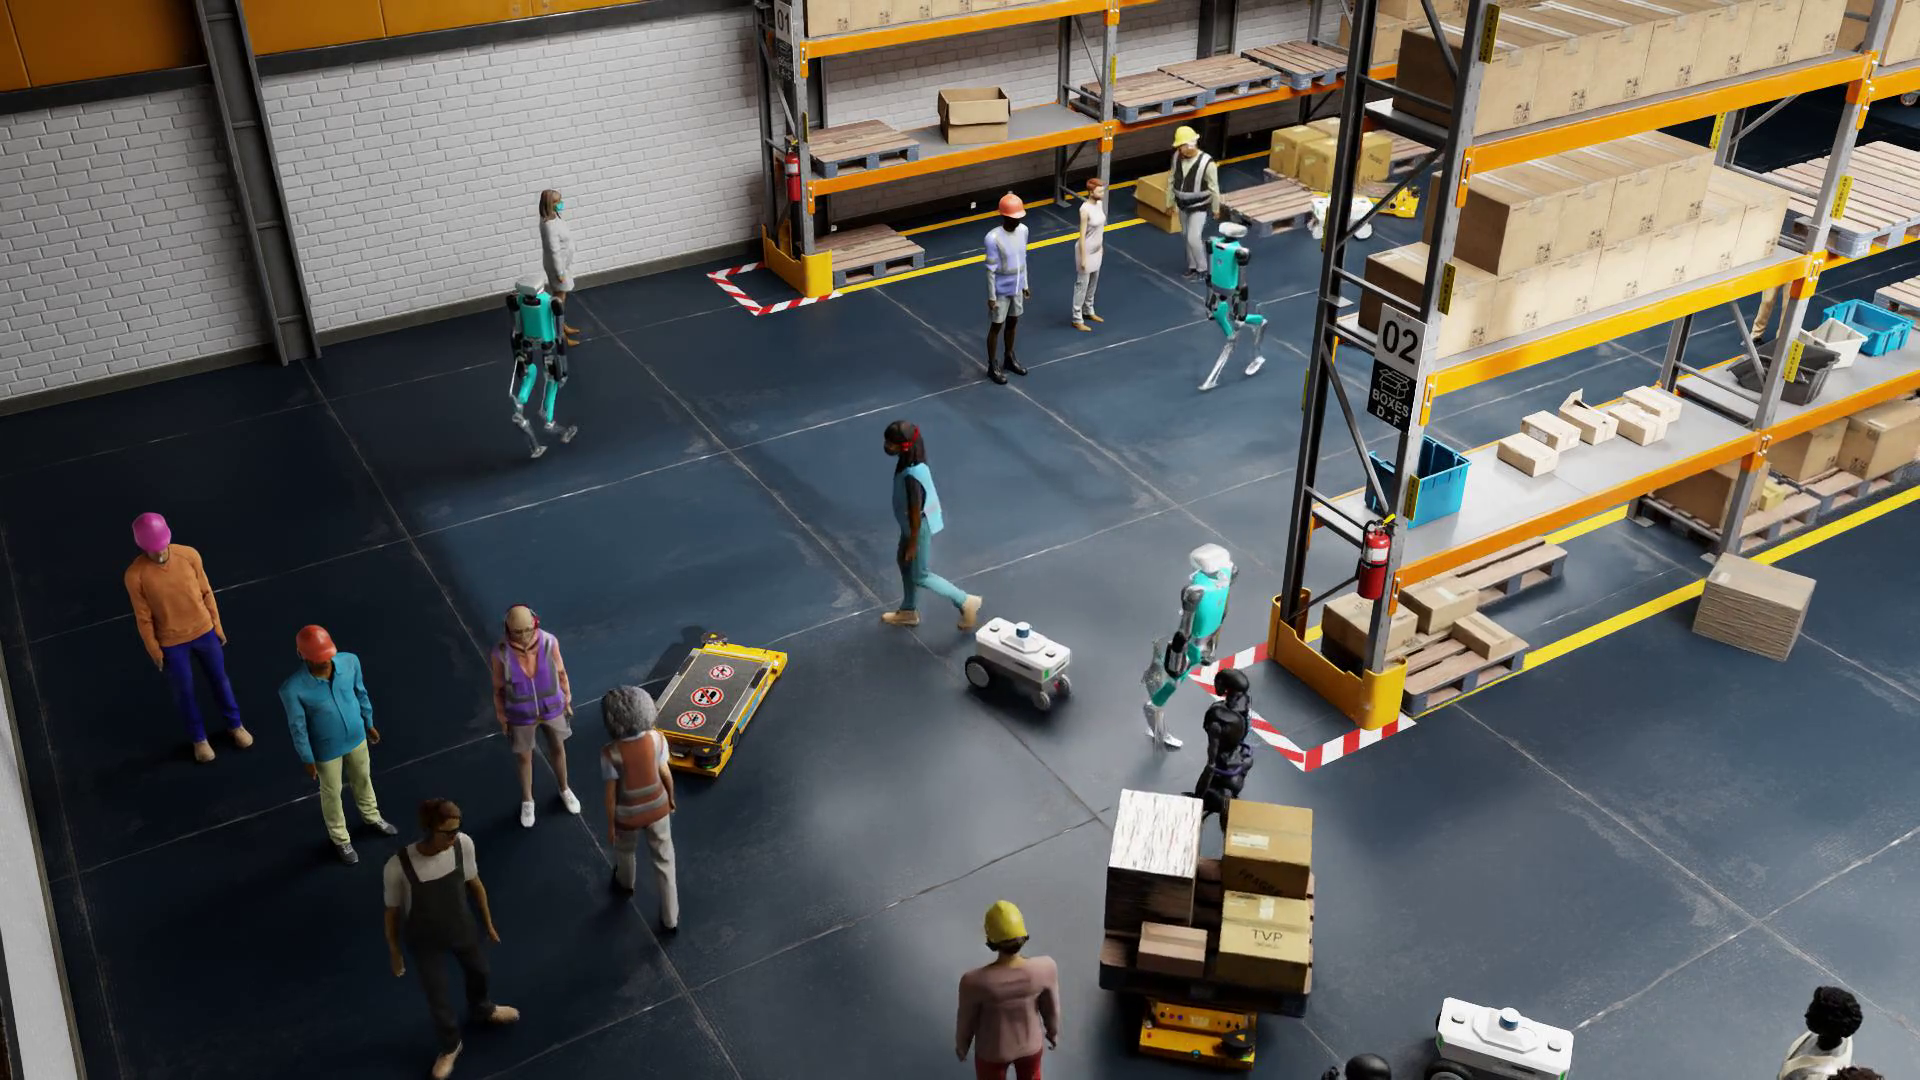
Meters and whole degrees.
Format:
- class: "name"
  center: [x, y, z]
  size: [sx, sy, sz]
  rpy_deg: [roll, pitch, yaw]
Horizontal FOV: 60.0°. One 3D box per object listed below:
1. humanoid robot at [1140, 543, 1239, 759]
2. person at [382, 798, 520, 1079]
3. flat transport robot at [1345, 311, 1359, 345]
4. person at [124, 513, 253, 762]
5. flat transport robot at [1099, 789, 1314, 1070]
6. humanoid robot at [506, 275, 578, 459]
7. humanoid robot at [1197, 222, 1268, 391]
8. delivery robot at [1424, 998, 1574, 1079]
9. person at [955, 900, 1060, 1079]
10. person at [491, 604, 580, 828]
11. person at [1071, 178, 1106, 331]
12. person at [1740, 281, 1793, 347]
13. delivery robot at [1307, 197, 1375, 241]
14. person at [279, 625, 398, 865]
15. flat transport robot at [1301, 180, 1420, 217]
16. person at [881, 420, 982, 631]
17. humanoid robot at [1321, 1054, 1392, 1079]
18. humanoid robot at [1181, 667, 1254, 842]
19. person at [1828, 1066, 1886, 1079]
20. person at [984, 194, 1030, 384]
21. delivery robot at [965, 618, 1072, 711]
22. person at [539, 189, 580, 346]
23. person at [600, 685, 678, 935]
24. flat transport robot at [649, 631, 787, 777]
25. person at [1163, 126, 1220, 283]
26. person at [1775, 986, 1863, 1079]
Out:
- class: "humanoid robot"
  center: [1.478, 0.775, 11.546]
  size: [0.717, 1.865, 0.530]
  rpy_deg: [26, 41, 35]
- class: "person"
  center: [-2.846, 2.161, 9.187]
  size: [0.651, 1.812, 0.340]
  rpy_deg: [-22, 38, -31]
- class: "flat transport robot"
  center: [4.654, -2.374, 17.870]
  size: [0.659, 0.231, 1.431]
  rpy_deg: [17, 36, 25]
- class: "person"
  center: [-5.341, 0.654, 11.444]
  size: [0.515, 1.973, 0.401]
  rpy_deg: [-25, 40, -34]
- class: "flat transport robot"
  center: [1.478, 2.540, 10.033]
  size: [0.659, 0.231, 1.431]
  rpy_deg: [6, 33, 9]
- class: "humanoid robot"
  center: [-3.846, -1.495, 15.085]
  size: [0.543, 1.773, 0.921]
  rpy_deg: [6, 33, 9]
- class: "humanoid robot"
  center: [2.800, -2.357, 16.508]
  size: [1.034, 1.779, 0.536]
  rpy_deg: [-23, 39, -32]
- class: "delivery robot"
  center: [3.011, 2.845, 9.265]
  size: [0.774, 0.581, 0.499]
  rpy_deg: [12, 34, 19]
- class: "person"
  center: [0.242, 2.573, 8.595]
  size: [0.546, 1.755, 0.369]
  rpy_deg: [-10, 34, -16]
- class: "person"
  center: [-2.790, 1.135, 10.930]
  size: [0.492, 1.691, 0.340]
  rpy_deg: [-13, 35, -20]
- class: "person"
  center: [1.378, -3.039, 17.628]
  size: [0.279, 1.654, 0.455]
  rpy_deg: [18, 36, 26]
- class: "person"
  center: [8.476, -2.745, 17.064]
  size: [0.340, 1.748, 0.571]
  rpy_deg: [-26, 40, -35]
- class: "delivery robot"
  center: [4.622, -3.928, 20.091]
  size: [0.801, 0.607, 0.499]
  rpy_deg: [-1, 32, -2]
- class: "person"
  center: [-3.980, 1.274, 10.653]
  size: [0.329, 1.751, 0.562]
  rpy_deg: [21, 38, 30]
- class: "flat transport robot"
  center: [5.050, -4.344, 21.012]
  size: [1.431, 0.231, 0.659]
  rpy_deg: [10, 33, 16]
- class: "person"
  center: [-0.233, -0.098, 12.770]
  size: [0.718, 1.843, 0.593]
  rpy_deg: [-2, 32, -4]
- class: "humanoid robot"
  center: [1.783, 3.038, 7.916]
  size: [0.339, 1.644, 0.611]
  rpy_deg: [-10, 33, -16]
- class: "humanoid robot"
  center: [1.601, 1.458, 10.445]
  size: [0.573, 1.644, 0.599]
  rpy_deg: [18, 36, 26]
- class: "person"
  center: [3.945, 3.100, 7.650]
  size: [0.945, 1.850, 0.533]
  rpy_deg: [11, 34, 18]
- class: "person"
  center: [0.486, -2.504, 16.507]
  size: [0.542, 1.939, 0.359]
  rpy_deg: [-26, 40, -35]
- class: "delivery robot"
  center: [0.445, 0.885, 12.421]
  size: [0.811, 0.614, 0.499]
  rpy_deg: [23, 39, 32]
- class: "person"
  center: [-4.164, -2.847, 17.311]
  size: [0.337, 1.657, 0.496]
  rpy_deg: [-5, 32, -8]
- class: "person"
  center: [-1.979, 1.620, 10.202]
  size: [0.465, 1.640, 0.768]
  rpy_deg: [-15, 35, -23]
- class: "flat transport robot"
  center: [-1.822, 1.184, 12.196]
  size: [0.659, 0.231, 1.431]
  rpy_deg: [8, 33, 13]
- class: "person"
  center: [2.593, -3.765, 18.655]
  size: [0.530, 1.791, 0.610]
  rpy_deg: [-25, 40, -34]
- class: "person"
  center: [4.136, 2.849, 8.198]
  size: [0.320, 1.693, 0.533]
  rpy_deg: [17, 36, 26]
